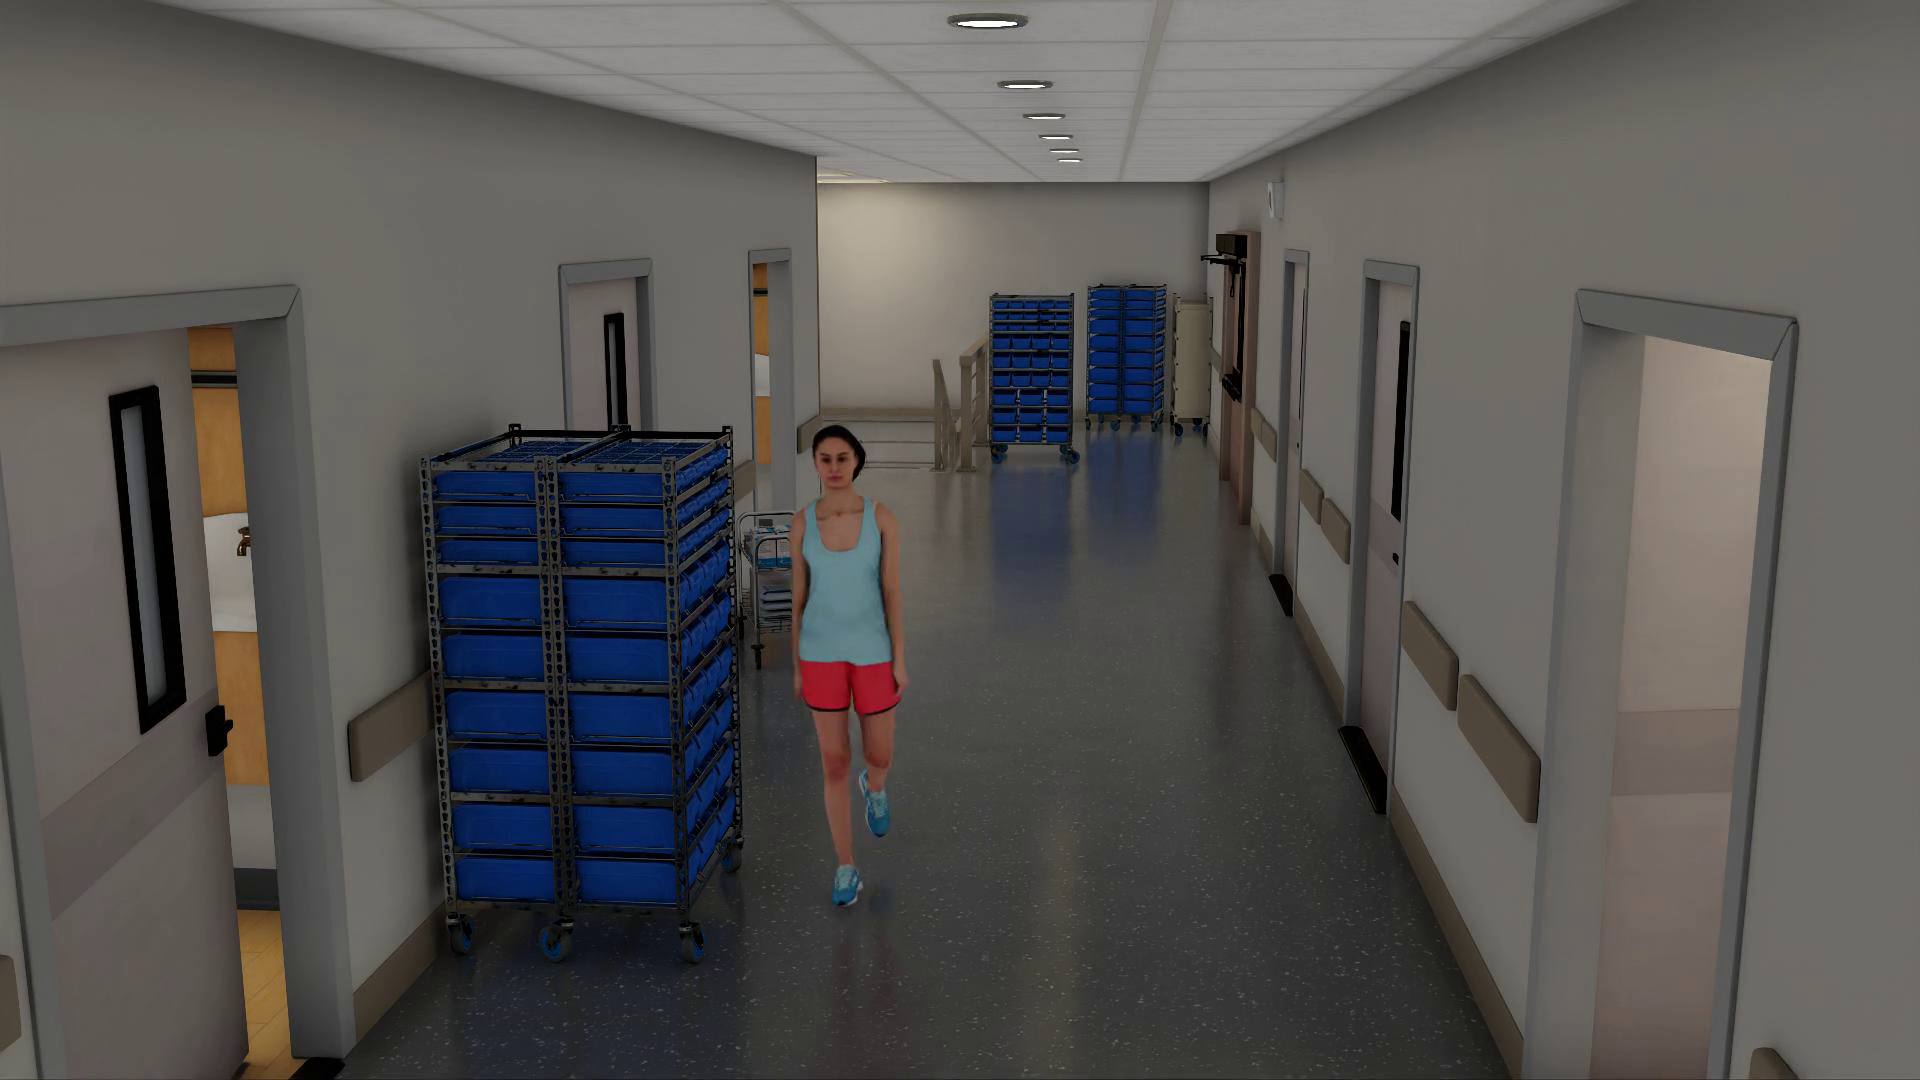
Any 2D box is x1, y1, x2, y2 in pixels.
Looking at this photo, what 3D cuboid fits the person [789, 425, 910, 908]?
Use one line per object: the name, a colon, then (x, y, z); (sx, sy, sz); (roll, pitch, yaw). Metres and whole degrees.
person: (-0.401, 0.443, 6.207); (0.600, 1.753, 0.913); (1, 11, 4)
